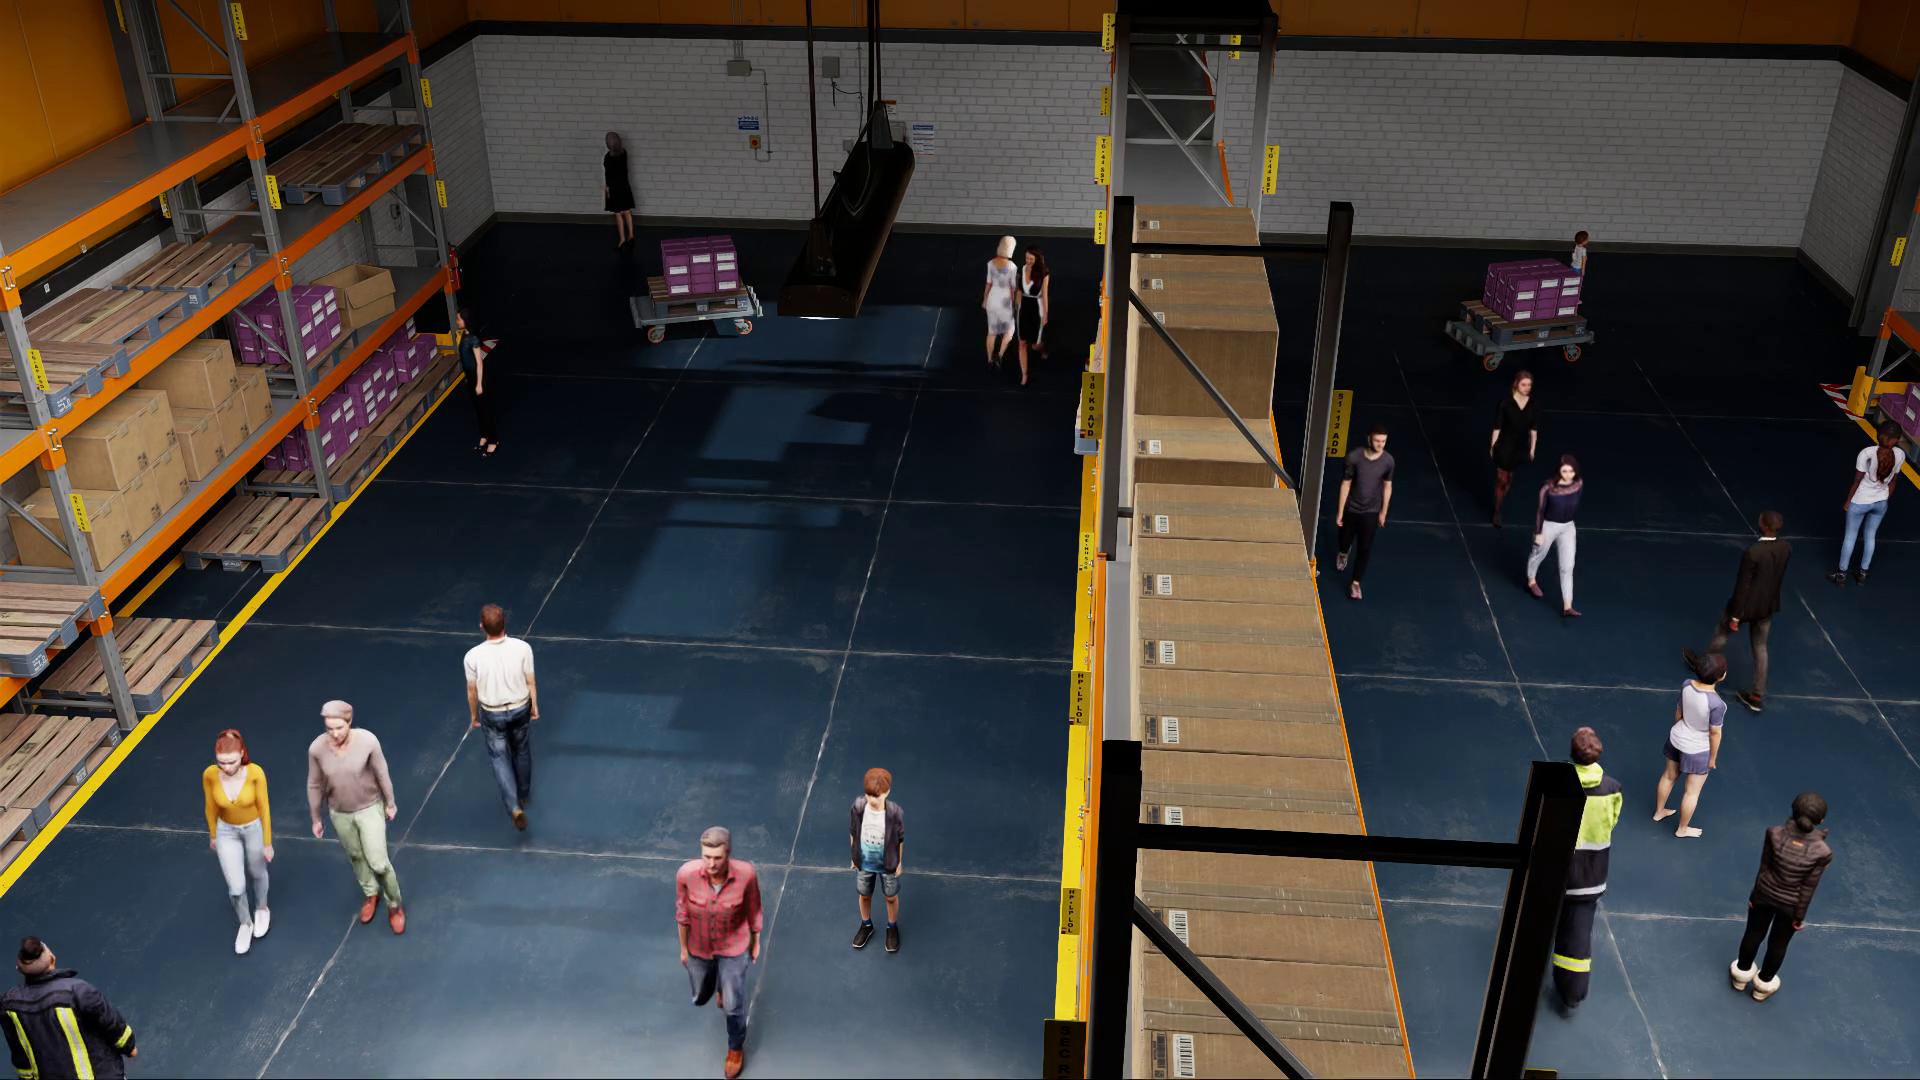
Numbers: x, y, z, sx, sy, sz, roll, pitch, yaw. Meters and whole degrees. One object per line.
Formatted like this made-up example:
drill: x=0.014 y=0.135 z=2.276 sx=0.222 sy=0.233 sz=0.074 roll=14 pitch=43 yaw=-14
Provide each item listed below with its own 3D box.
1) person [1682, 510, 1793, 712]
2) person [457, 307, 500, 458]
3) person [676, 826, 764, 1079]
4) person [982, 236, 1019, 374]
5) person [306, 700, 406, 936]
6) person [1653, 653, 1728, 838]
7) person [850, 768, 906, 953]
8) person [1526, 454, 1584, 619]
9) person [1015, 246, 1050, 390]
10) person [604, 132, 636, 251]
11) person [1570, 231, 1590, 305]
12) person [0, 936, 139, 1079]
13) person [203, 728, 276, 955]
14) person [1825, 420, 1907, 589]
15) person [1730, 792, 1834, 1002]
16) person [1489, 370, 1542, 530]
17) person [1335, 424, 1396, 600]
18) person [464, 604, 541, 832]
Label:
person: x=6.717 y=0.626 z=13.945 sx=0.979 sy=1.762 sz=1.213 roll=-9 pitch=30 yaw=-15
person: x=-5.321 y=-1.755 z=18.336 sx=0.691 sy=1.737 sz=0.607 roll=-17 pitch=33 yaw=-28
person: x=-1.501 y=2.493 z=10.472 sx=0.708 sy=1.811 sz=0.930 roll=1 pitch=29 yaw=2
person: x=0.482 y=-2.844 z=20.333 sx=0.737 sy=1.737 sz=0.724 roll=9 pitch=30 yaw=16
person: x=-4.205 y=1.839 z=11.626 sx=0.744 sy=1.853 sz=0.757 roll=-2 pitch=29 yaw=-3
person: x=5.518 y=1.519 z=12.512 sx=0.705 sy=1.566 sz=0.600 roll=-12 pitch=31 yaw=-20
person: x=-0.566 y=2.181 z=11.424 sx=0.544 sy=1.447 sz=0.534 roll=5 pitch=29 yaw=9
person: x=5.488 y=-0.092 z=15.474 sx=0.818 sy=1.560 sz=1.128 roll=-7 pitch=29 yaw=-13
person: x=0.903 y=-2.707 z=20.041 sx=0.815 sy=1.776 sz=0.986 roll=16 pitch=33 yaw=27
person: x=-5.052 y=-5.172 z=24.595 sx=0.759 sy=1.742 sz=0.664 roll=19 pitch=34 yaw=31
person: x=8.426 y=-3.732 z=22.710 sx=0.532 sy=1.019 sz=0.435 roll=-8 pitch=30 yaw=-14
person: x=-5.039 y=3.042 z=9.440 sx=0.785 sy=1.836 sz=1.155 roll=0 pitch=29 yaw=0
person: x=-4.924 y=1.985 z=11.485 sx=0.741 sy=1.732 sz=0.788 roll=-4 pitch=29 yaw=-8
person: x=8.622 y=-0.352 z=15.783 sx=0.609 sy=1.719 sz=0.552 roll=-1 pitch=29 yaw=-1
person: x=5.370 y=2.354 z=10.885 sx=0.694 sy=1.659 sz=0.754 roll=14 pitch=31 yaw=23
person: x=5.576 y=-0.970 z=16.942 sx=0.644 sy=1.694 sz=0.663 roll=-3 pitch=29 yaw=-5
person: x=3.785 y=-0.322 z=15.702 sx=0.655 sy=1.744 sz=0.866 roll=3 pitch=29 yaw=6
person: x=-3.411 y=1.357 z=12.530 sx=0.965 sy=1.834 sz=1.172 roll=-10 pitch=30 yaw=-18
